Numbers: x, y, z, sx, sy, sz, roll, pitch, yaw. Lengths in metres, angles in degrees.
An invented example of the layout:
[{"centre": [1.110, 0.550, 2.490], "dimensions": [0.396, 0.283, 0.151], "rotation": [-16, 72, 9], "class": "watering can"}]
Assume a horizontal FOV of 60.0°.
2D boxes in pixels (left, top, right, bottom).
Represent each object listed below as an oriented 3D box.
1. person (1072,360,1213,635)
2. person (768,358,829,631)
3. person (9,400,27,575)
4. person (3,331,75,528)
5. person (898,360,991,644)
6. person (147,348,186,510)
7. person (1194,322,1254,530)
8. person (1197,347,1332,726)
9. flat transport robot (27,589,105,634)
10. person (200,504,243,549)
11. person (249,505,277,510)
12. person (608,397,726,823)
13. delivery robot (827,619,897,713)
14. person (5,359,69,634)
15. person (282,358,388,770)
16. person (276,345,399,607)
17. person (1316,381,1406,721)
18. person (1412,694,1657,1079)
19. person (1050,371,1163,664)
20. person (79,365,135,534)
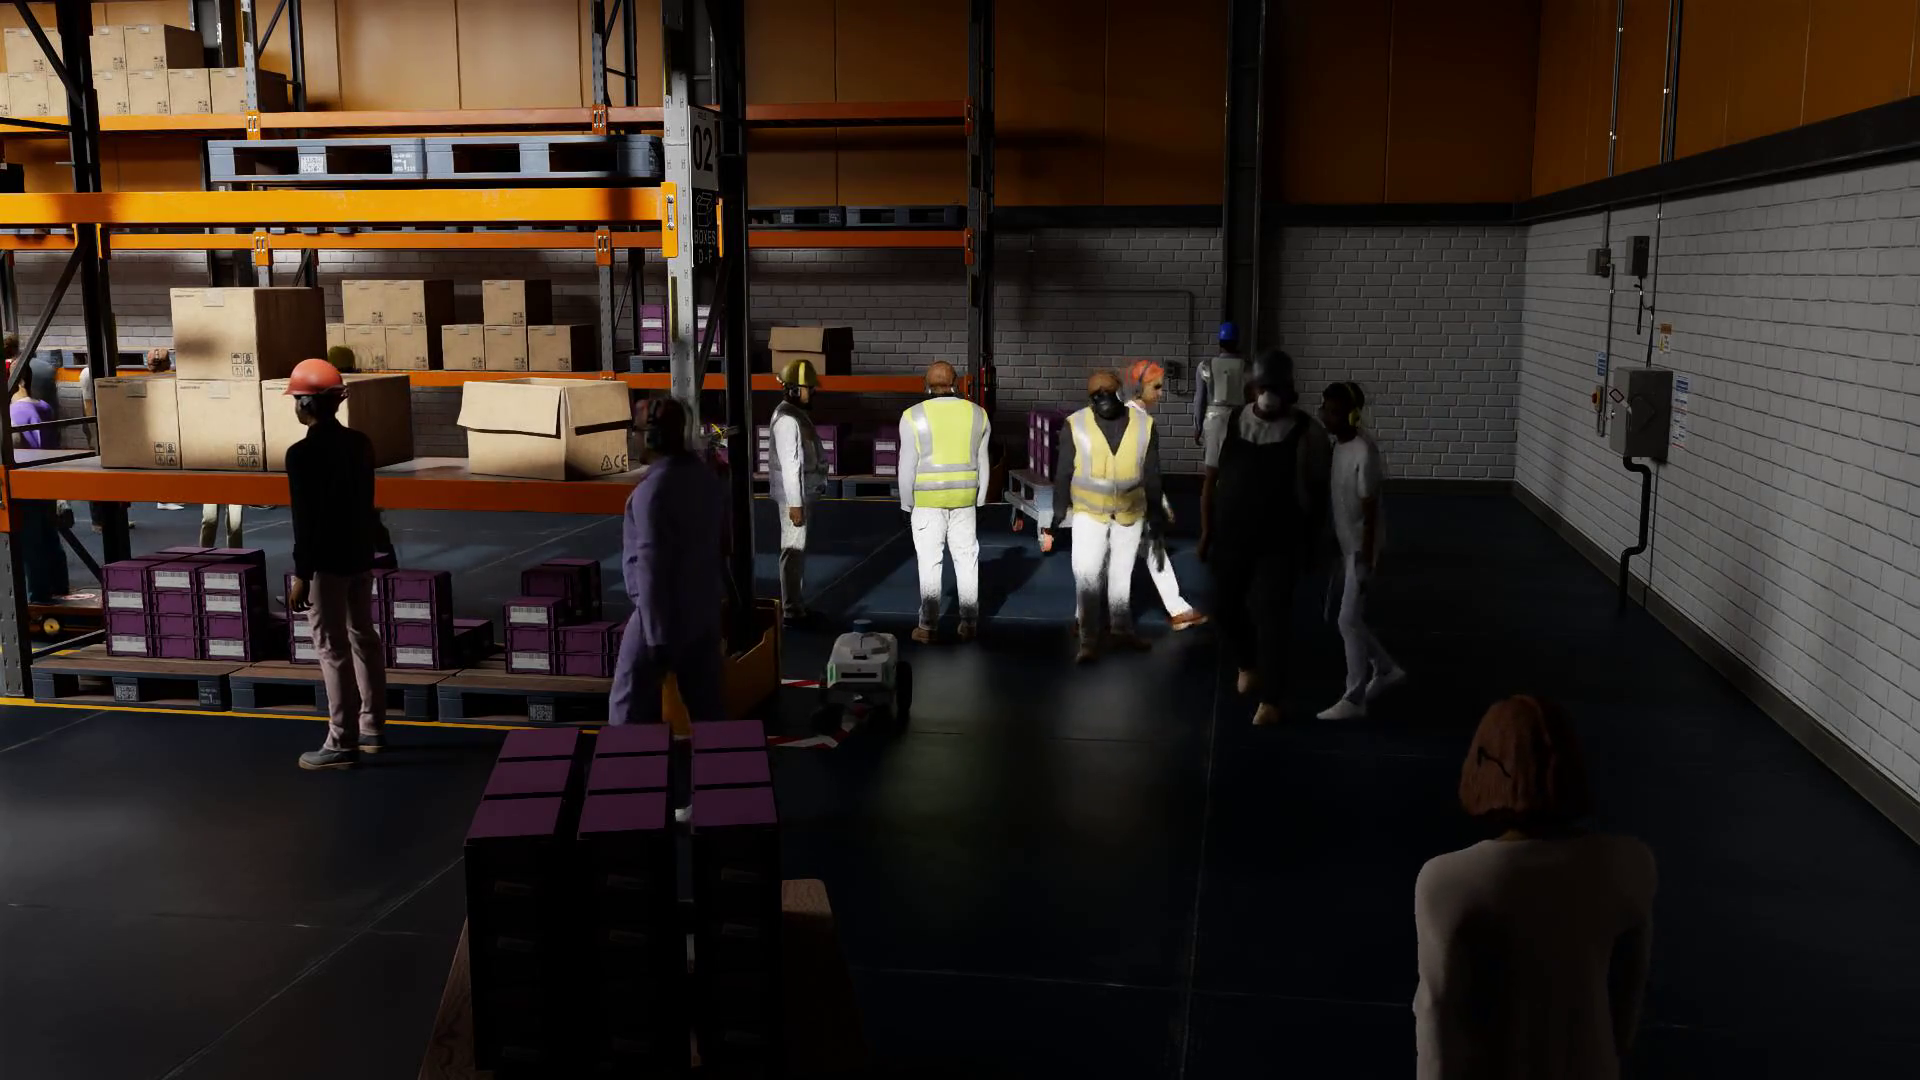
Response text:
[{"centre": [1.190, -0.267, 10.975], "dimensions": [0.950, 1.833, 0.572], "rotation": [2, 9, 12], "class": "person"}, {"centre": [-1.087, -0.308, 11.245], "dimensions": [0.404, 1.831, 0.588], "rotation": [0, 9, -2], "class": "person"}, {"centre": [-7.511, -0.595, 12.880], "dimensions": [0.693, 1.889, 0.648], "rotation": [2, 9, 13], "class": "person"}, {"centre": [-8.494, -0.963, 15.134], "dimensions": [0.586, 1.890, 0.679], "rotation": [6, 11, 31], "class": "person"}, {"centre": [-0.115, -0.242, 10.811], "dimensions": [0.624, 1.840, 0.430], "rotation": [-3, 10, -19], "class": "person"}, {"centre": [-8.082, -1.122, 16.876], "dimensions": [0.307, 1.645, 0.518], "rotation": [-3, 10, -21], "class": "person"}, {"centre": [2.487, -1.053, 15.502], "dimensions": [0.616, 1.946, 0.392], "rotation": [1, 9, 7], "class": "person"}, {"centre": [1.652, -0.062, 9.068], "dimensions": [0.694, 2.000, 0.766], "rotation": [5, 10, 27], "class": "person"}, {"centre": [-5.579, 0.487, 11.140], "dimensions": [1.431, 0.197, 0.652], "rotation": [2, 9, 13], "class": "flat transport robot"}, {"centre": [-5.471, -0.505, 12.350], "dimensions": [0.329, 1.872, 0.508], "rotation": [6, 11, 32], "class": "person"}, {"centre": [-7.126, -1.229, 16.946], "dimensions": [0.403, 1.835, 0.586], "rotation": [0, 9, -3], "class": "person"}, {"centre": [-1.355, 0.323, 7.197], "dimensions": [0.792, 1.880, 0.651], "rotation": [4, 10, 23], "class": "person"}, {"centre": [-0.516, 0.667, 8.853], "dimensions": [0.477, 0.478, 0.707], "rotation": [0, 9, 0], "class": "delivery robot"}, {"centre": [-6.194, -0.291, 11.131], "dimensions": [0.380, 1.836, 0.560], "rotation": [-1, 9, -5], "class": "person"}, {"centre": [-3.060, 0.119, 8.088], "dimensions": [0.395, 1.994, 0.613], "rotation": [2, 9, 13], "class": "person"}, {"centre": [-4.408, -0.422, 11.750], "dimensions": [0.934, 1.886, 0.619], "rotation": [-3, 10, -19], "class": "person"}, {"centre": [2.153, 0.064, 8.909], "dimensions": [0.540, 1.843, 0.553], "rotation": [-1, 9, -9], "class": "person"}, {"centre": [1.132, 1.096, 3.273], "dimensions": [0.500, 1.592, 0.852], "rotation": [0, 9, -2], "class": "person"}, {"centre": [0.923, -0.145, 10.338], "dimensions": [0.682, 1.804, 0.621], "rotation": [-1, 9, -7], "class": "person"}, {"centre": [-7.914, -0.982, 15.391], "dimensions": [0.346, 1.842, 0.505], "rotation": [-1, 9, -4], "class": "person"}]
